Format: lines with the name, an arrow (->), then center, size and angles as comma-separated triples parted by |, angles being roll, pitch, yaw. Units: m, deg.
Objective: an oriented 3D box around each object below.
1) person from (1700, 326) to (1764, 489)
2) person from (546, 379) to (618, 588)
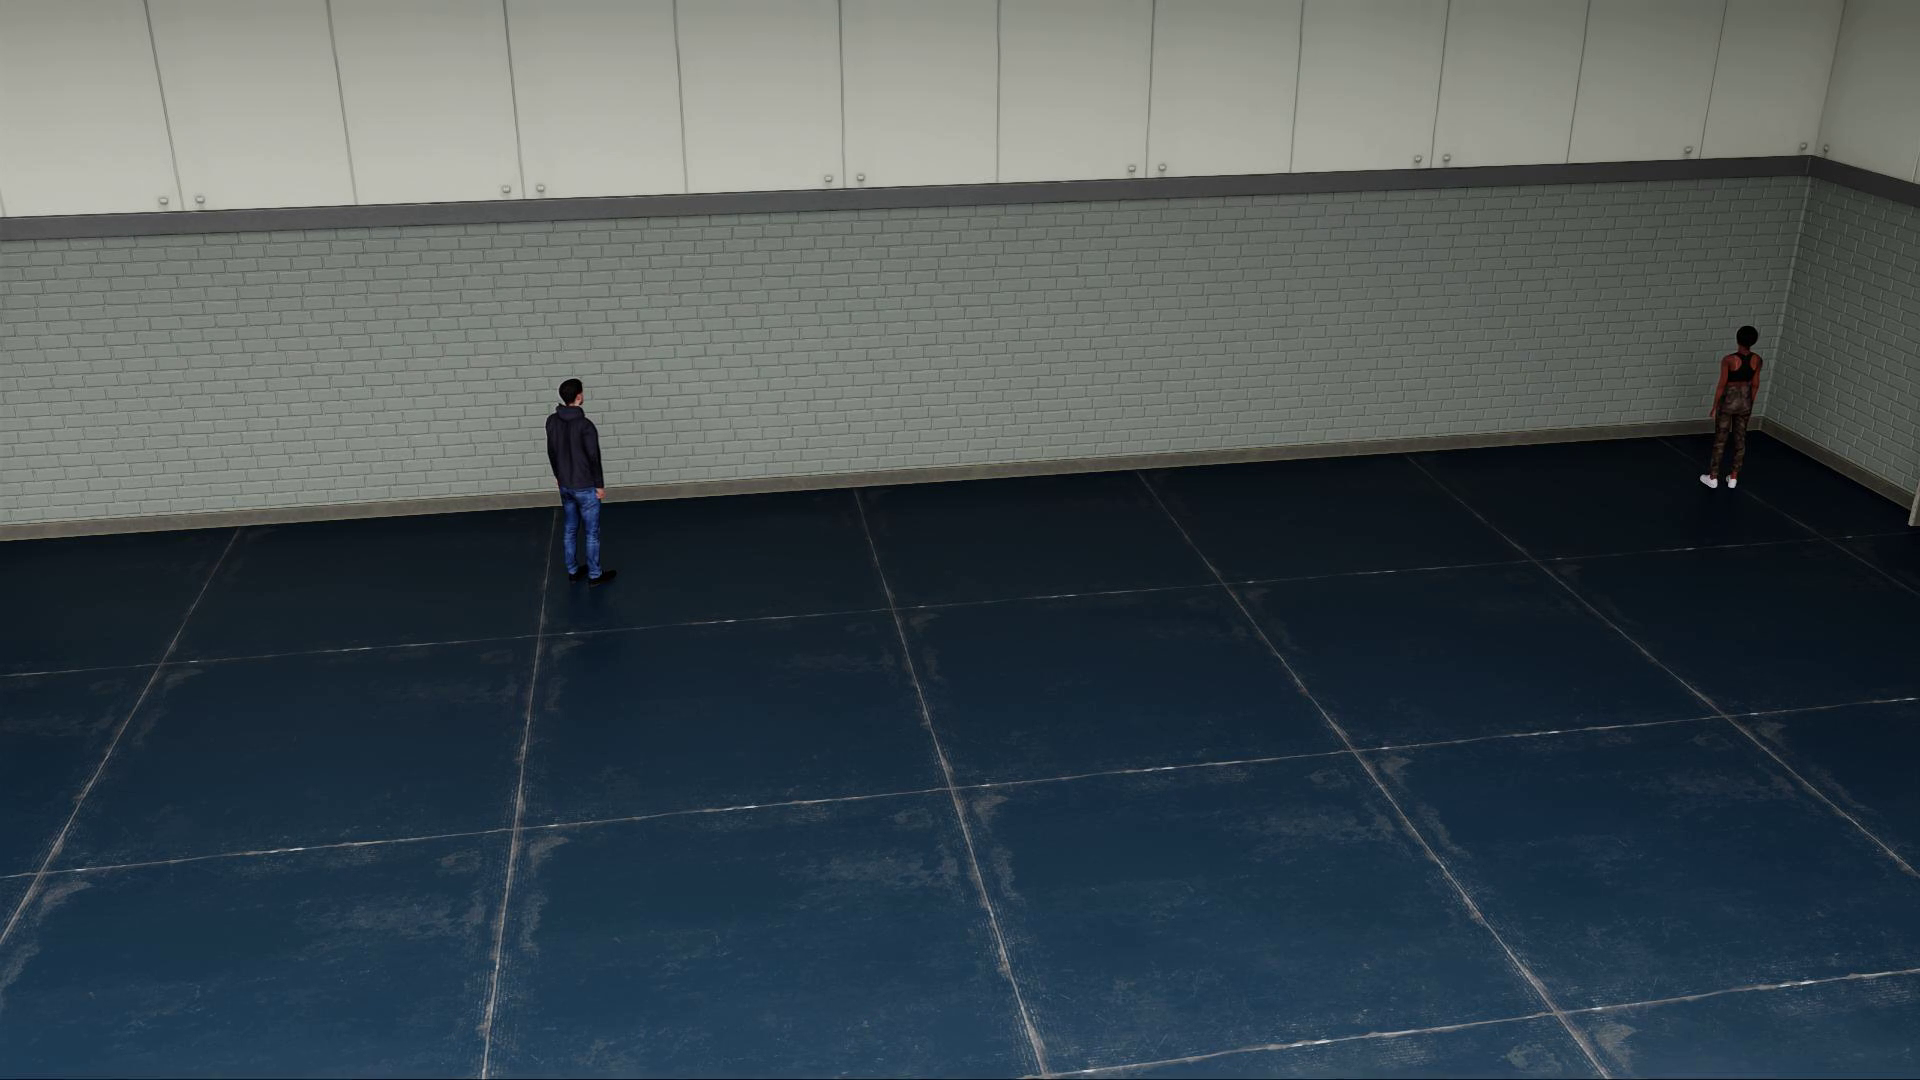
person -> 7.860, -1.357, 16.883 | 0.616, 1.700, 0.597 | 1, 23, 2
person -> -3.364, -0.503, 14.626 | 0.763, 1.894, 0.780 | 11, 25, 23
